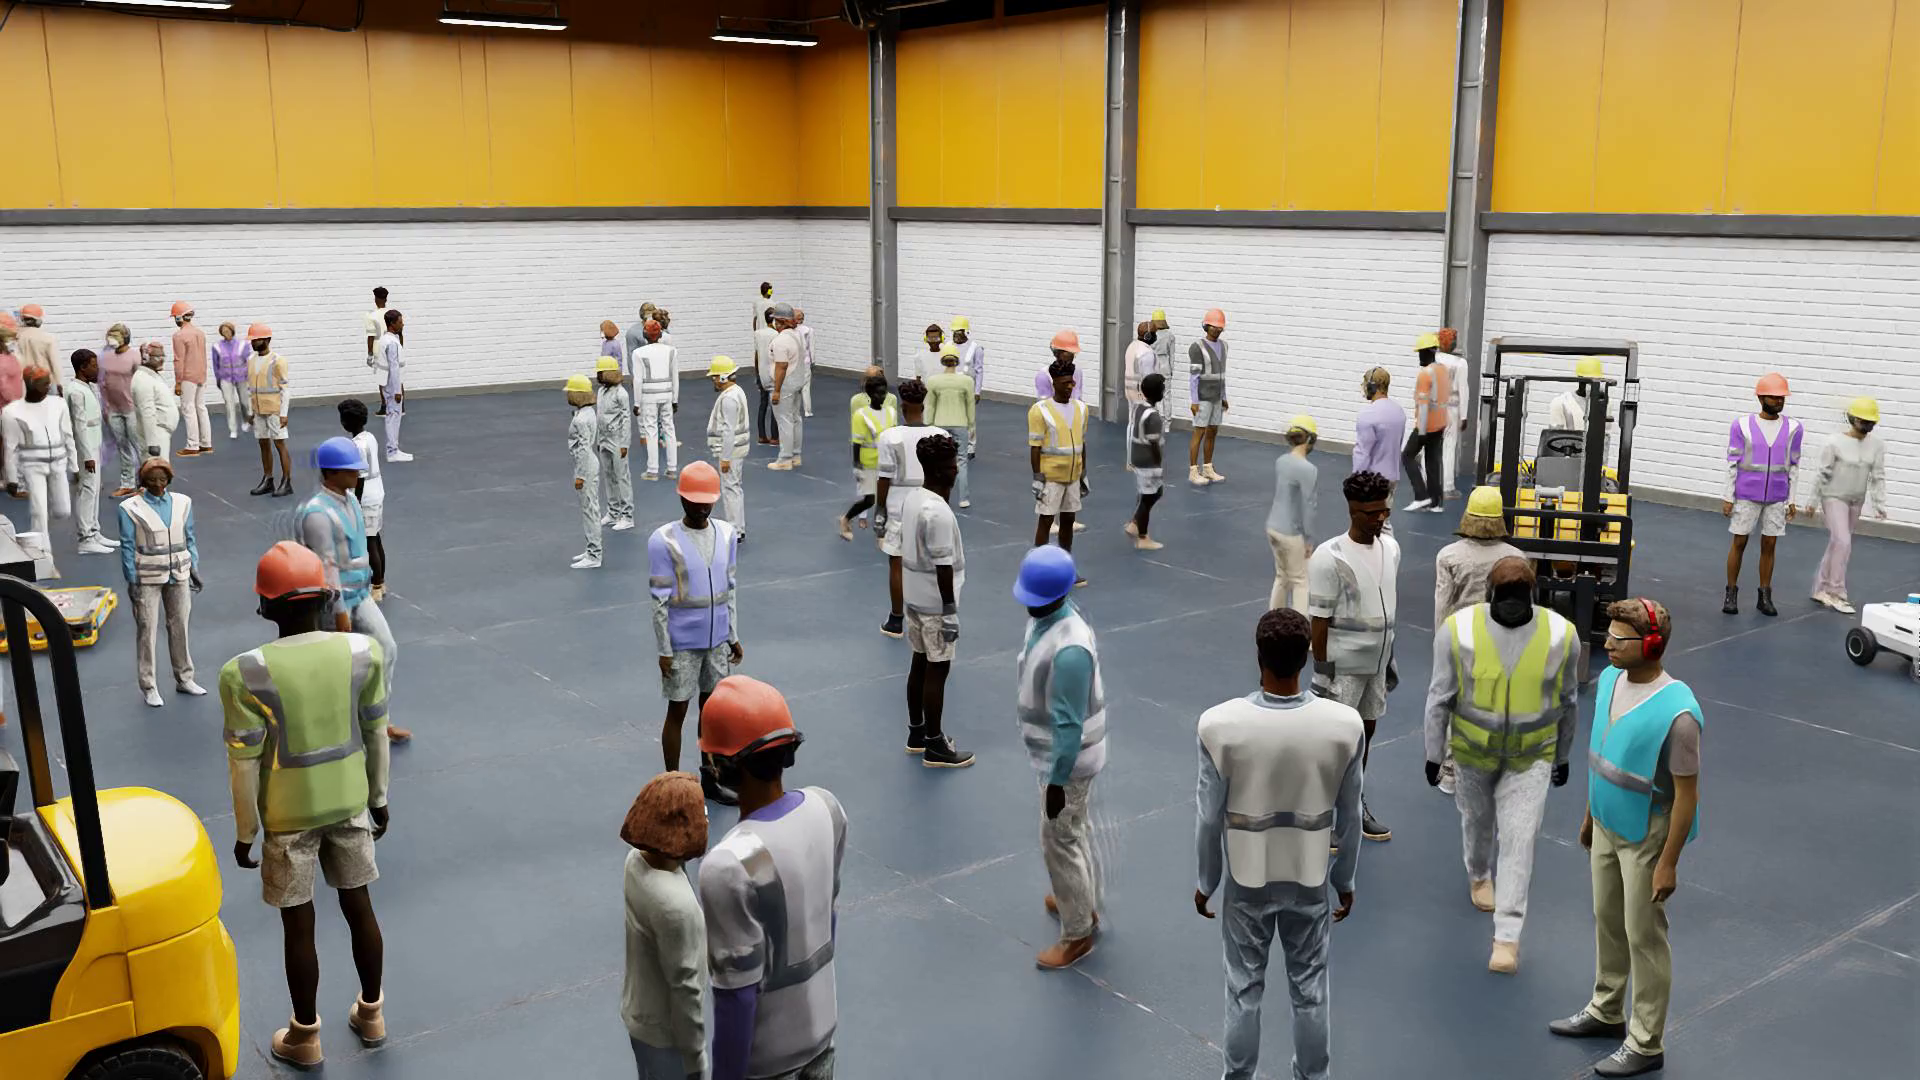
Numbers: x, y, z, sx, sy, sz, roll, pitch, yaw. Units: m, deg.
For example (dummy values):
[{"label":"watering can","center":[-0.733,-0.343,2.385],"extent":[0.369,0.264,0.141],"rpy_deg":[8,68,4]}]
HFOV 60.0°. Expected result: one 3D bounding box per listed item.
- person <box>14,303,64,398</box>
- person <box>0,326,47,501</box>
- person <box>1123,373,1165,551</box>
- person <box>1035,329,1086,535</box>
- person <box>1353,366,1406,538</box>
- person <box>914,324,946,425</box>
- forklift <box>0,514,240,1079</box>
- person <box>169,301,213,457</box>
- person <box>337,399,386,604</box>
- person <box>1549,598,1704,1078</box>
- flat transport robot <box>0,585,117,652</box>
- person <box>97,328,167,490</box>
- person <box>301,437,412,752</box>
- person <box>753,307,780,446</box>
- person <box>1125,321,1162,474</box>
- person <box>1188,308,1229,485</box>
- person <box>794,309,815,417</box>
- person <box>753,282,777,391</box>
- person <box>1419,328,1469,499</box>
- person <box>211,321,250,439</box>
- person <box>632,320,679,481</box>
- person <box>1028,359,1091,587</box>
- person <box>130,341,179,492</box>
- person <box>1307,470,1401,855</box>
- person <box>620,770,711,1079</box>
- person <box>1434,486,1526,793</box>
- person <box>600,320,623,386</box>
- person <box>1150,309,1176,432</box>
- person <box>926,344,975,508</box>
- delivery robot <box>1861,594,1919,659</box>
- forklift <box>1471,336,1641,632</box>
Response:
[{"label":"person","center":[-11.568,-1.983,20.948],"extent":[0.643,1.979,0.518],"rpy_deg":[0,12,0]},{"label":"person","center":[-10.303,-1.382,18.204],"extent":[0.533,1.924,0.635],"rpy_deg":[-1,12,-5]},{"label":"person","center":[1.781,-0.723,15.574],"extent":[0.367,1.683,0.556],"rpy_deg":[-1,12,-6]},{"label":"person","center":[1.013,-1.058,16.388],"extent":[0.611,2.030,0.410],"rpy_deg":[-11,16,-43]},{"label":"person","center":[3.449,-0.473,13.808],"extent":[0.381,1.928,0.633],"rpy_deg":[10,16,41]},{"label":"person","center":[-0.278,-1.577,19.301],"extent":[0.510,1.861,0.324],"rpy_deg":[0,12,-1]},{"label":"forklift","center":[-3.687,1.115,5.480],"extent":[2.313,2.155,1.214],"rpy_deg":[-9,15,-36]},{"label":"person","center":[-9.892,-2.066,21.362],"extent":[0.403,1.983,0.627],"rpy_deg":[1,12,6]},{"label":"person","center":[-4.877,-0.312,13.588],"extent":[0.319,1.693,0.532],"rpy_deg":[-2,12,-9]},{"label":"person","center":[2.570,1.117,6.315],"extent":[0.373,1.843,0.572],"rpy_deg":[-2,12,-9]},{"label":"flat transport robot","center":[-6.917,0.579,12.737],"extent":[0.652,0.197,1.431],"rpy_deg":[-4,12,-19]},{"label":"person","center":[-9.528,-1.489,18.822],"extent":[0.778,1.877,0.665],"rpy_deg":[-11,16,-41]},{"label":"person","center":[-3.575,0.347,9.846],"extent":[0.682,1.923,0.630],"rpy_deg":[1,12,2]},{"label":"person","center":[-2.527,-2.183,22.239],"extent":[0.528,1.857,0.333],"rpy_deg":[6,13,28]},{"label":"person","center":[2.202,-1.708,19.991],"extent":[0.430,1.840,0.633],"rpy_deg":[-3,12,-15]},{"label":"person","center":[2.904,-1.655,19.227],"extent":[0.615,2.039,0.386],"rpy_deg":[-10,16,-41]},{"label":"person","center":[-2.435,-2.661,25.087],"extent":[0.512,1.633,0.313],"rpy_deg":[1,12,6]},{"label":"person","center":[-3.292,-3.470,28.427],"extent":[0.510,1.865,0.329],"rpy_deg":[6,13,25]},{"label":"person","center":[5.326,-1.393,18.346],"extent":[0.584,1.882,0.347],"rpy_deg":[10,15,40]},{"label":"person","center":[-10.079,-2.245,23.096],"extent":[0.514,1.614,0.640],"rpy_deg":[-4,12,-18]},{"label":"person","center":[-3.569,-1.636,19.521],"extent":[0.574,1.882,0.358],"rpy_deg":[-8,14,-35]},{"label":"person","center":[0.851,-0.555,14.097],"extent":[0.607,1.966,0.367],"rpy_deg":[-8,14,-35]},{"label":"person","center":[-7.932,-1.012,16.464],"extent":[0.399,1.903,0.643],"rpy_deg":[-4,12,-19]},{"label":"person","center":[2.019,0.608,8.479],"extent":[0.617,1.964,0.361],"rpy_deg":[-9,14,-36]},{"label":"person","center":[-0.885,1.488,5.066],"extent":[0.278,1.627,0.505],"rpy_deg":[-5,13,-25]},{"label":"person","center":[2.873,0.562,9.246],"extent":[0.486,1.744,0.294],"rpy_deg":[2,12,11]},{"label":"person","center":[-4.797,-2.206,22.879],"extent":[0.283,1.631,0.498],"rpy_deg":[-8,14,-35]},{"label":"person","center":[2.790,-2.380,23.457],"extent":[0.487,1.742,0.299],"rpy_deg":[-4,12,-18]},{"label":"person","center":[-0.096,-1.212,17.779],"extent":[0.522,1.760,0.332],"rpy_deg":[1,12,6]},{"label":"delivery robot","center":[6.655,0.619,11.611],"extent":[0.477,0.478,0.707],"rpy_deg":[-1,12,-8]},{"label":"forklift","center":[4.683,-0.471,13.136],"extent":[1.214,2.155,2.313],"rpy_deg":[4,12,20]}]
